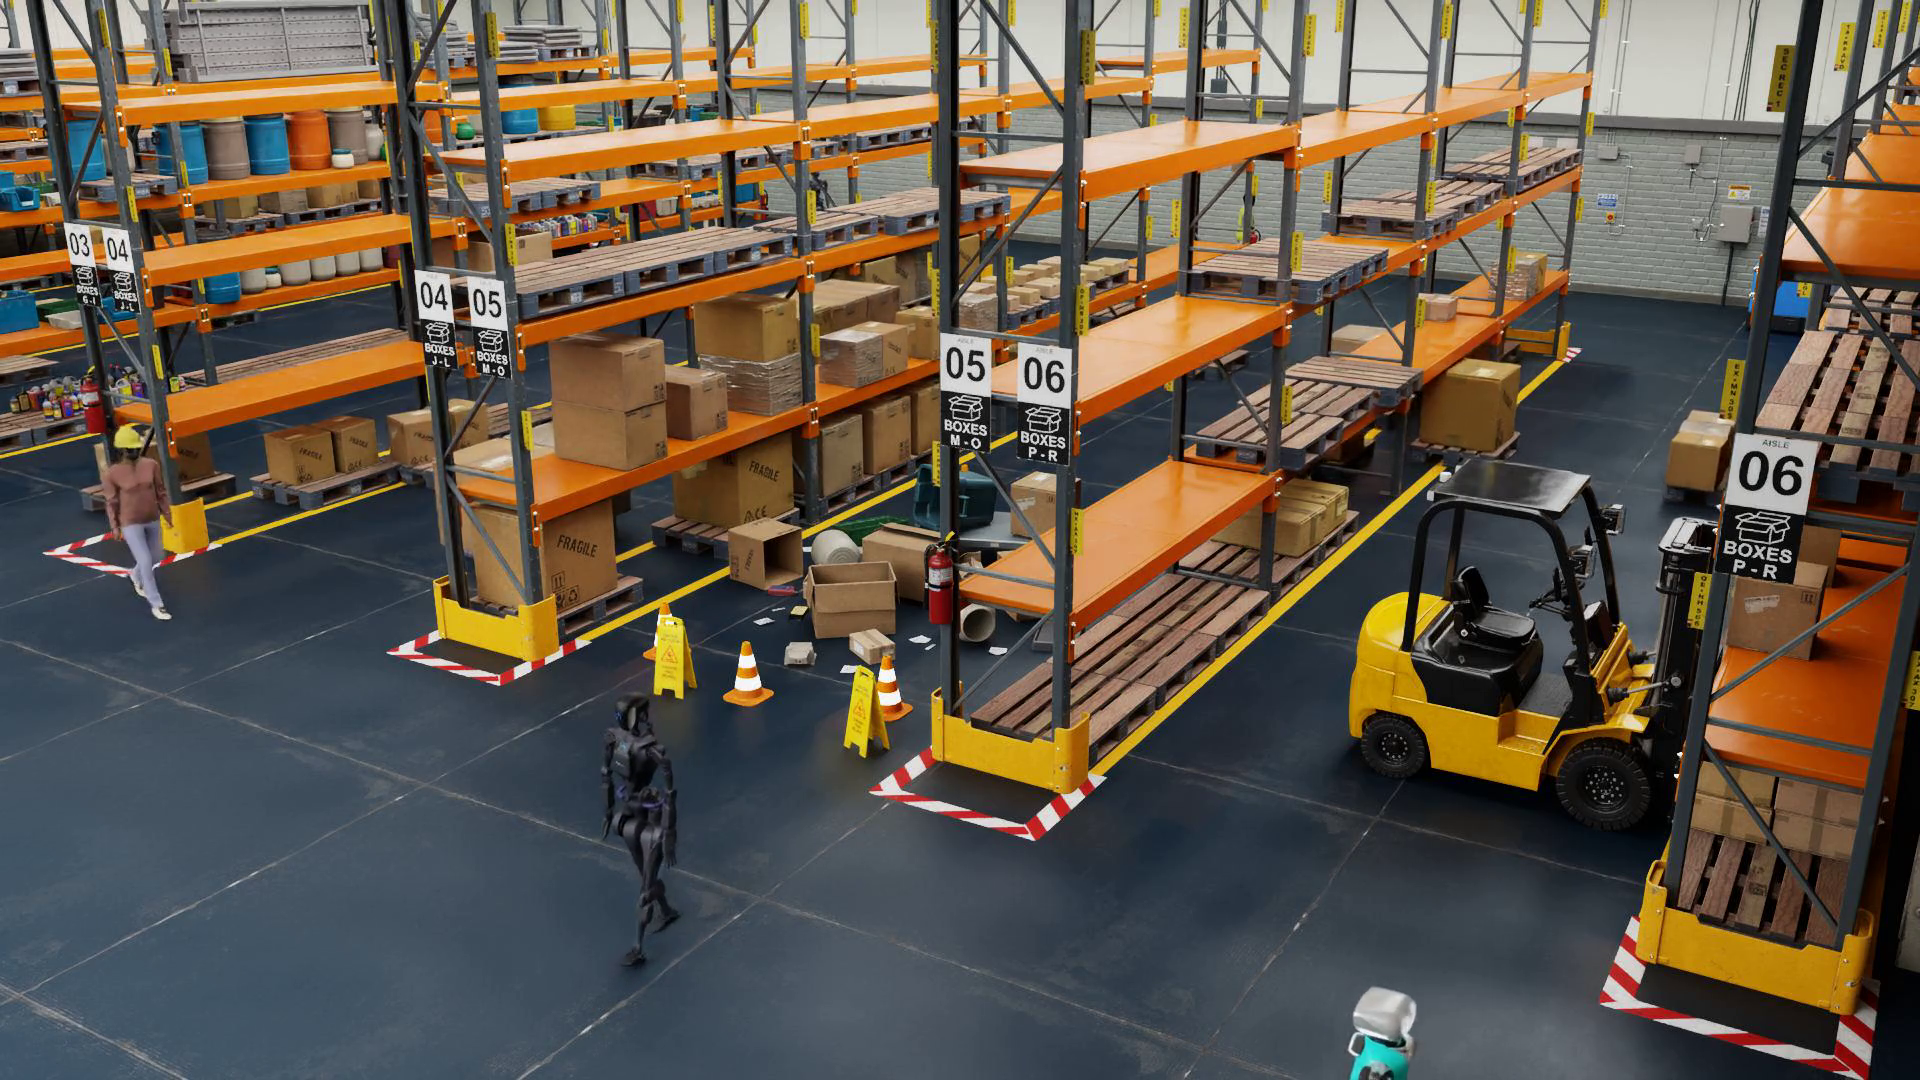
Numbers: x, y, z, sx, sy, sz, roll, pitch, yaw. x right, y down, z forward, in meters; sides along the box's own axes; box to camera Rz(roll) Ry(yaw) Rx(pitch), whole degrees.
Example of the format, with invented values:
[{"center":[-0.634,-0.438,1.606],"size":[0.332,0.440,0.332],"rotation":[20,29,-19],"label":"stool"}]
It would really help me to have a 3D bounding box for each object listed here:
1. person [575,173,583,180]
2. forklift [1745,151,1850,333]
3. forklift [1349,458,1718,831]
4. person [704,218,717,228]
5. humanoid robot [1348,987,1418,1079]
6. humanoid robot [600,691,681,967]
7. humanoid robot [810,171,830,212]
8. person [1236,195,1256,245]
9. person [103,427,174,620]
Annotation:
[{"center":[-8.071,-7.217,35.200],"size":[0.918,1.759,0.580],"rotation":[11,22,28],"label":"person"},{"center":[13.620,-4.667,26.137],"size":[1.873,2.768,1.129],"rotation":[11,22,29],"label":"forklift"},{"center":[3.988,0.658,11.776],"size":[2.313,2.155,1.214],"rotation":[11,22,29],"label":"forklift"},{"center":[-5.237,-7.063,34.866],"size":[0.488,1.688,0.350],"rotation":[-6,20,-17],"label":"person"},{"center":[1.439,2.558,6.815],"size":[0.726,1.695,0.535],"rotation":[8,21,22],"label":"humanoid robot"},{"center":[-1.900,1.654,9.713],"size":[0.591,1.631,0.717],"rotation":[12,22,31],"label":"humanoid robot"},{"center":[-2.969,-6.912,34.540],"size":[0.600,1.638,0.789],"rotation":[-10,21,-26],"label":"humanoid robot"},{"center":[5.209,-5.500,30.345],"size":[0.324,1.685,0.539],"rotation":[-2,19,-6],"label":"person"},{"center":[-7.366,-0.183,14.889],"size":[0.727,1.747,0.534],"rotation":[13,23,33],"label":"person"}]
